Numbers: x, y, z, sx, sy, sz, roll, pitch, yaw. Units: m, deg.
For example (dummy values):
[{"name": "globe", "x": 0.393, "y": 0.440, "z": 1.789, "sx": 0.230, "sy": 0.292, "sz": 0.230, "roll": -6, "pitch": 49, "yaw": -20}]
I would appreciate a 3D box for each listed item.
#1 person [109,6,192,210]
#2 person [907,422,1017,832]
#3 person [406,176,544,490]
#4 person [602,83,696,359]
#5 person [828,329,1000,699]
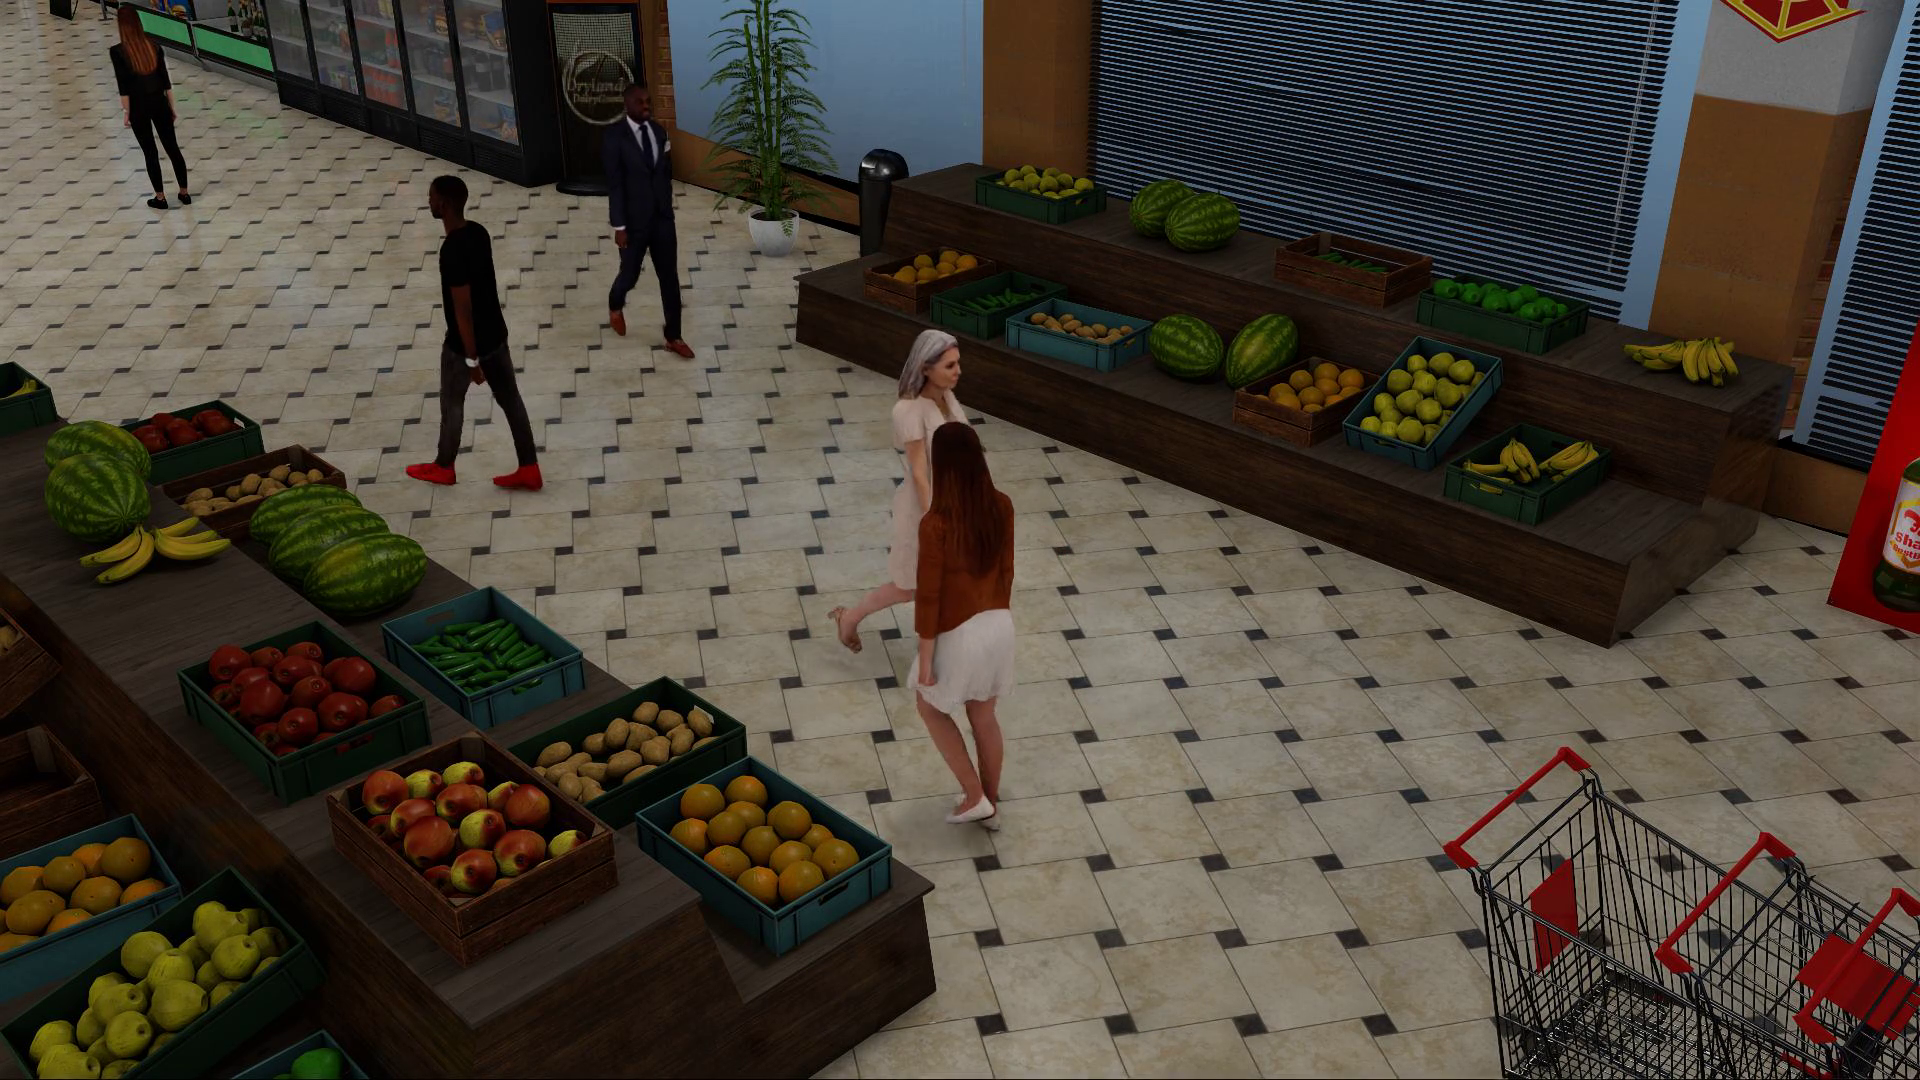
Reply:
[{"name": "person", "x": -7.043, "y": -3.751, "z": 14.447, "sx": 0.593, "sy": 1.712, "sz": 0.518, "roll": -23, "pitch": 35, "yaw": -38}, {"name": "person", "x": 0.078, "y": 0.406, "z": 6.259, "sx": 0.683, "sy": 1.703, "sz": 0.685, "roll": -19, "pitch": 32, "yaw": -32}, {"name": "person", "x": -2.556, "y": -1.090, "z": 9.127, "sx": 1.114, "sy": 1.777, "sz": 0.954, "roll": 6, "pitch": 28, "yaw": 12}, {"name": "person", "x": -2.182, "y": -2.158, "z": 11.213, "sx": 0.755, "sy": 1.795, "sz": 1.158, "roll": -21, "pitch": 34, "yaw": -36}, {"name": "person", "x": -0.227, "y": -0.080, "z": 7.218, "sx": 1.148, "sy": 1.703, "sz": 0.802, "roll": 13, "pitch": 30, "yaw": 25}]
